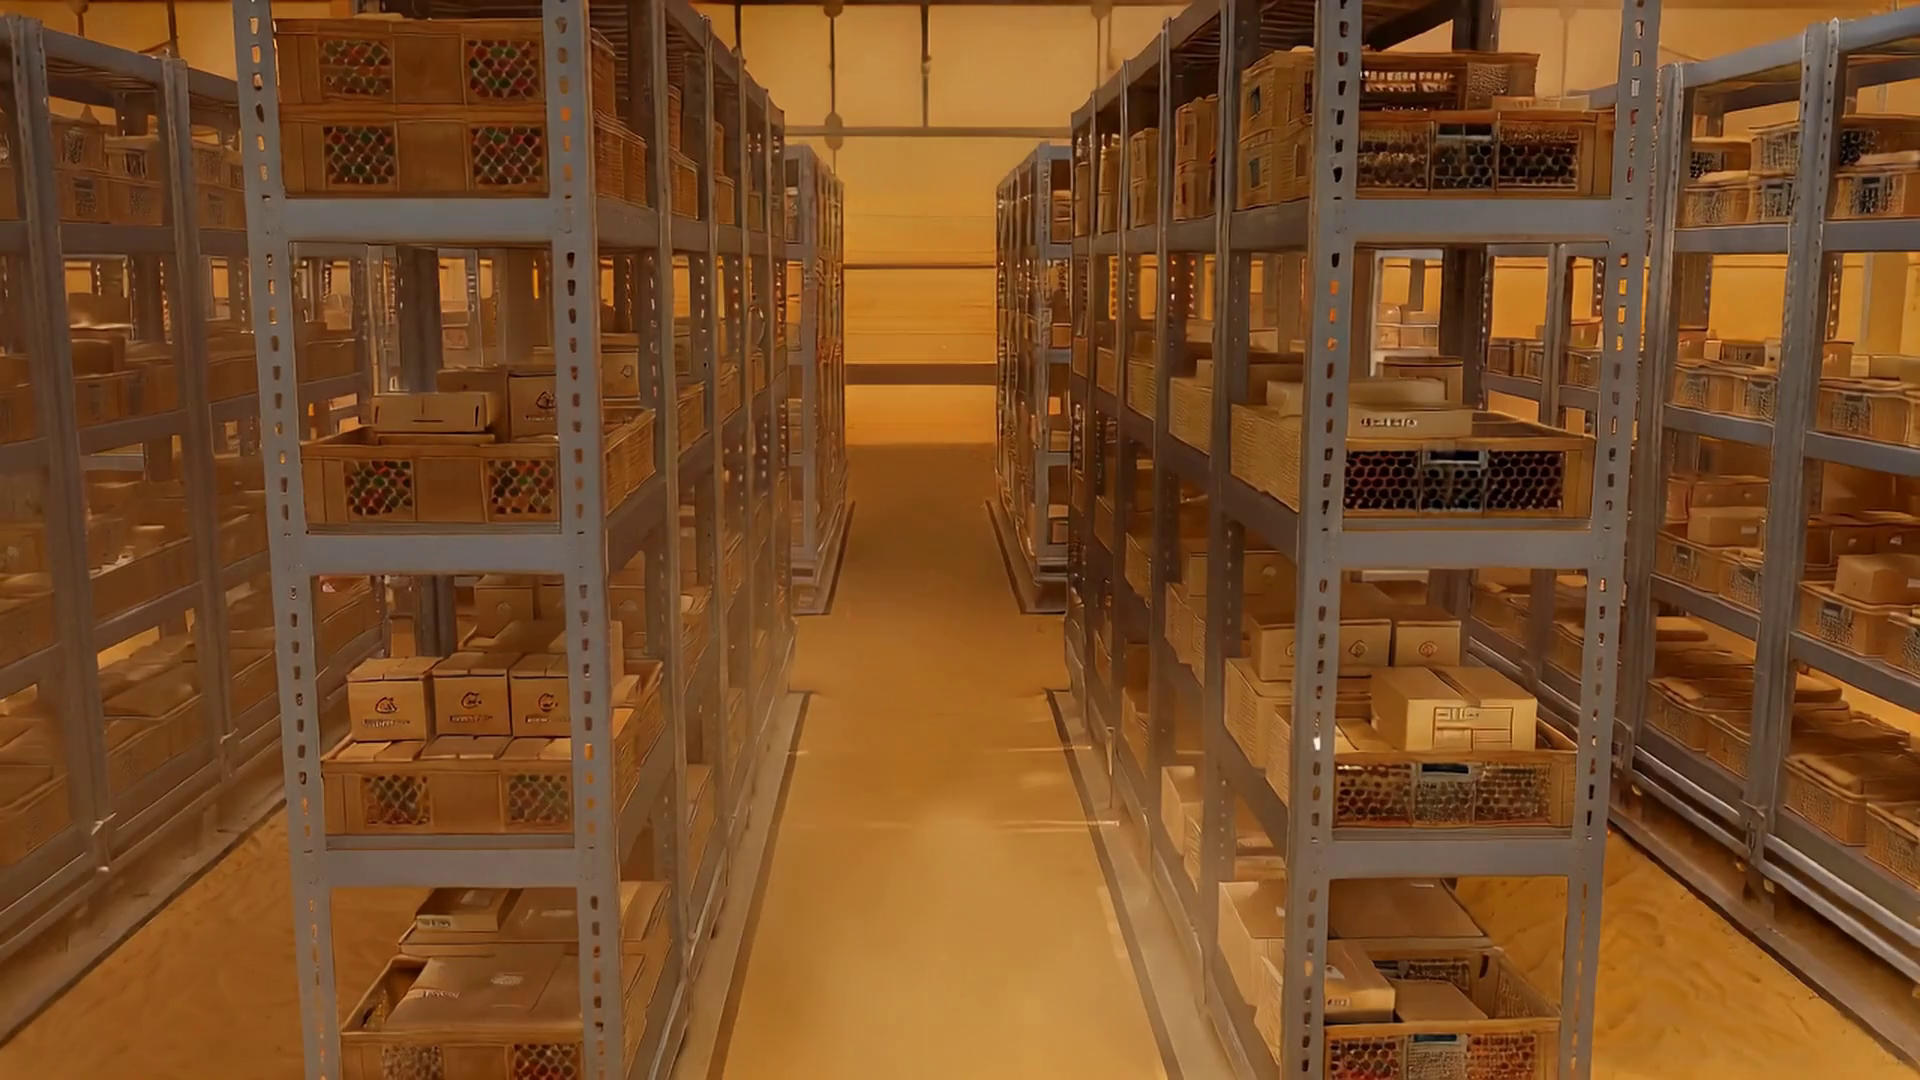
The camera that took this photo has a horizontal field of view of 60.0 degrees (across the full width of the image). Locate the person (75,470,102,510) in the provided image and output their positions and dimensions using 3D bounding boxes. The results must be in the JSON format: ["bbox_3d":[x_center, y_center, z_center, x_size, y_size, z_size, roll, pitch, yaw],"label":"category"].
[{"bbox_3d":[-7.528,-0.511,13.987,0.572,1.822,0.763,0,9,-2],"label":"person"}]
